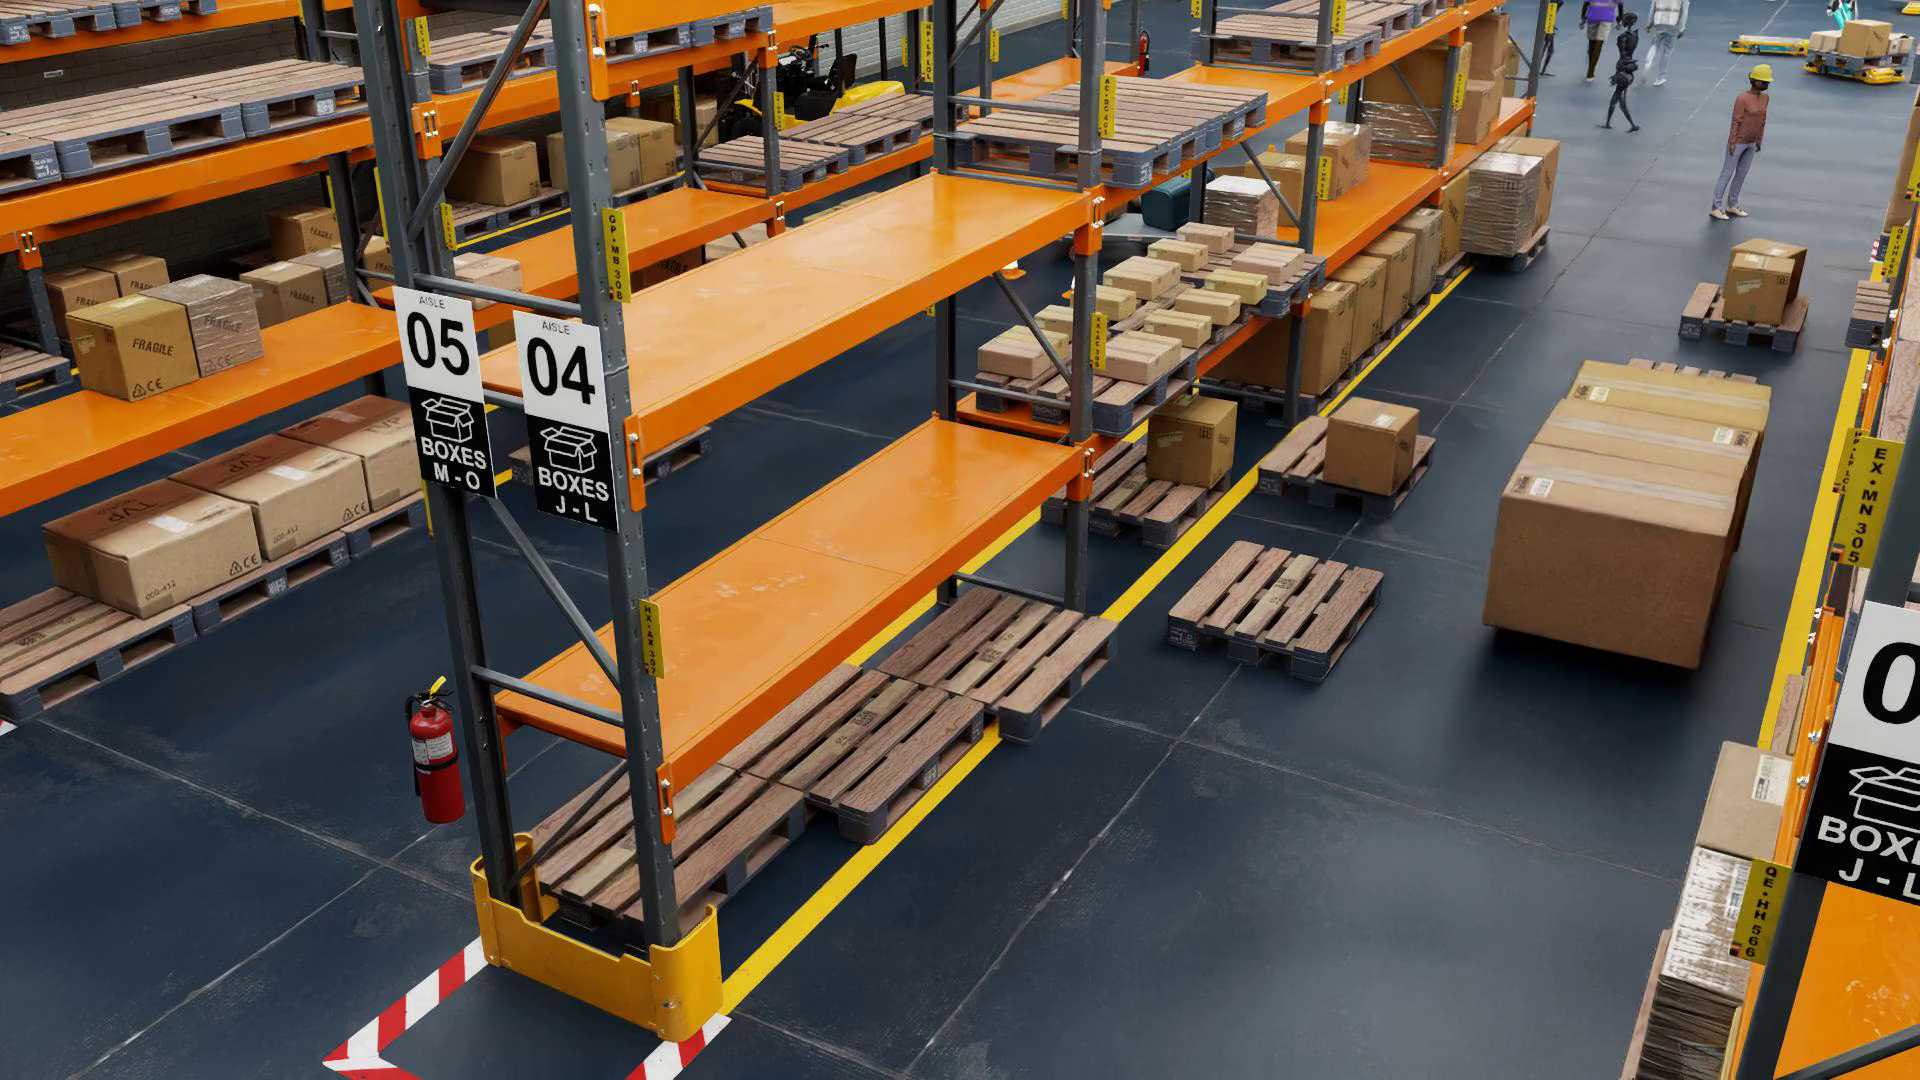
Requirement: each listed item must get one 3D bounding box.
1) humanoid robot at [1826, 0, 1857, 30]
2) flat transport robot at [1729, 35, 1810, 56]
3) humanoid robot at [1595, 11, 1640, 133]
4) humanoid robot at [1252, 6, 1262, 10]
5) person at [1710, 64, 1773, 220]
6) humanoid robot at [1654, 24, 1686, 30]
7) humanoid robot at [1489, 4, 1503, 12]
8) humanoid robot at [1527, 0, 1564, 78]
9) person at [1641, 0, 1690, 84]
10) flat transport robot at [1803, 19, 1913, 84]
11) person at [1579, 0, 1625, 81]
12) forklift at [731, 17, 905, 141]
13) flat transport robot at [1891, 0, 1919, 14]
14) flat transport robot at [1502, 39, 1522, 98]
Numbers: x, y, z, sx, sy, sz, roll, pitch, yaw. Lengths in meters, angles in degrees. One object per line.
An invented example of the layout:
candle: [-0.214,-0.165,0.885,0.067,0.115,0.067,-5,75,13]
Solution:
humanoid robot: [15.362,-9.182,28.772,0.540,1.838,0.665,-5,26,-11]
flat transport robot: [14.495,-8.797,29.620,1.431,0.231,0.659,10,27,20]
humanoid robot: [9.403,-6.592,23.474,0.656,1.642,0.630,23,34,39]
humanoid robot: [4.190,-6.844,24.002,0.616,1.633,0.772,15,30,29]
person: [9.040,-4.574,19.132,0.519,1.758,0.342,-13,29,-25]
humanoid robot: [13.683,-10.541,31.632,0.896,1.836,0.545,1,26,2]
humanoid robot: [9.111,-9.318,29.032,0.563,1.740,0.951,-7,27,-14]
humanoid robot: [9.616,-8.423,27.236,0.416,1.639,0.584,7,27,14]
person: [11.261,-8.221,26.544,0.618,1.896,0.604,17,31,32]
flat transport robot: [14.812,-7.776,27.499,0.659,0.231,1.431,-11,28,-22]
person: [10.499,-8.525,27.154,0.628,1.907,0.998,15,30,29]
forklift: [-1.819,-5.975,21.543,2.313,2.155,1.214,14,29,26]
flat transport robot: [19.788,-10.939,34.071,0.659,0.231,1.431,17,31,32]
flat transport robot: [7.119,-5.867,23.533,1.431,0.231,0.659,0,26,0]
